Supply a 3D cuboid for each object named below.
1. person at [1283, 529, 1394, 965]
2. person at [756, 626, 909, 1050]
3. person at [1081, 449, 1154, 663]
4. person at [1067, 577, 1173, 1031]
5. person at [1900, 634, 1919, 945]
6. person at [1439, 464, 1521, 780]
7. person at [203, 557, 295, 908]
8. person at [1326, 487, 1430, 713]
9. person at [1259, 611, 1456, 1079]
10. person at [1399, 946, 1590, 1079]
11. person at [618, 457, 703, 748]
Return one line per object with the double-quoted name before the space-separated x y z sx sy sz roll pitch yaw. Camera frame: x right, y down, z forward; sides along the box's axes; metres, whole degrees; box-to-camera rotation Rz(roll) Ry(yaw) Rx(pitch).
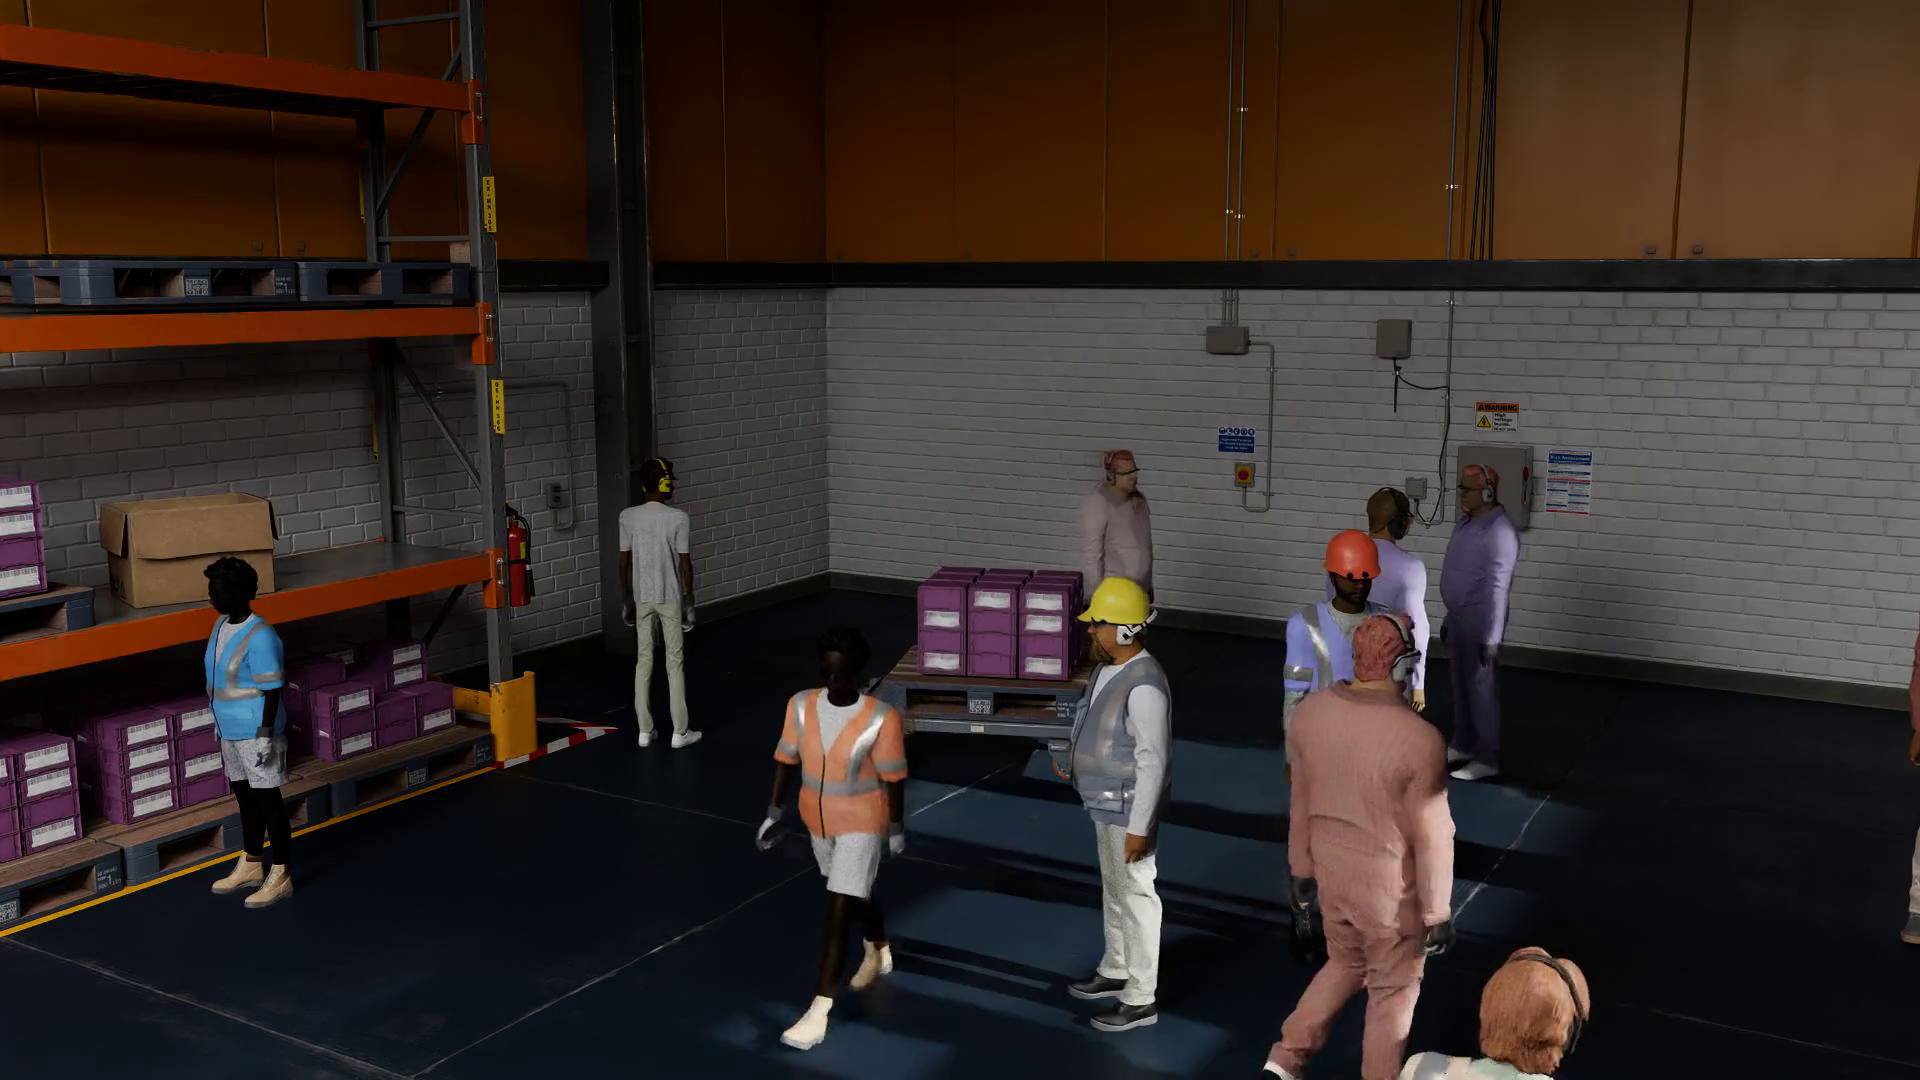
"person" 1.687 0.905 7.293 0.552 1.934 0.373 -2 9 -14
"person" -0.478 1.141 6.735 0.539 1.647 0.906 6 11 31
"person" 1.037 0.316 11.153 0.680 1.883 0.654 6 11 35
"person" 0.646 1.051 6.704 0.404 1.834 0.591 -2 9 -10
"person" 4.560 0.860 7.395 0.612 1.995 0.393 5 10 29
"person" 3.093 0.485 10.024 0.406 1.905 0.659 -1 9 -4
"person" -3.432 0.913 8.005 0.531 1.692 0.320 8 12 40
"person" 2.174 0.689 8.653 0.367 1.937 0.640 -6 11 -32
"person" 1.390 1.180 5.722 0.549 1.890 0.652 -6 11 -32
"person" 1.115 1.675 3.521 0.515 1.606 0.788 4 10 26
"person" -1.931 0.403 10.654 0.514 1.866 0.332 2 9 13
